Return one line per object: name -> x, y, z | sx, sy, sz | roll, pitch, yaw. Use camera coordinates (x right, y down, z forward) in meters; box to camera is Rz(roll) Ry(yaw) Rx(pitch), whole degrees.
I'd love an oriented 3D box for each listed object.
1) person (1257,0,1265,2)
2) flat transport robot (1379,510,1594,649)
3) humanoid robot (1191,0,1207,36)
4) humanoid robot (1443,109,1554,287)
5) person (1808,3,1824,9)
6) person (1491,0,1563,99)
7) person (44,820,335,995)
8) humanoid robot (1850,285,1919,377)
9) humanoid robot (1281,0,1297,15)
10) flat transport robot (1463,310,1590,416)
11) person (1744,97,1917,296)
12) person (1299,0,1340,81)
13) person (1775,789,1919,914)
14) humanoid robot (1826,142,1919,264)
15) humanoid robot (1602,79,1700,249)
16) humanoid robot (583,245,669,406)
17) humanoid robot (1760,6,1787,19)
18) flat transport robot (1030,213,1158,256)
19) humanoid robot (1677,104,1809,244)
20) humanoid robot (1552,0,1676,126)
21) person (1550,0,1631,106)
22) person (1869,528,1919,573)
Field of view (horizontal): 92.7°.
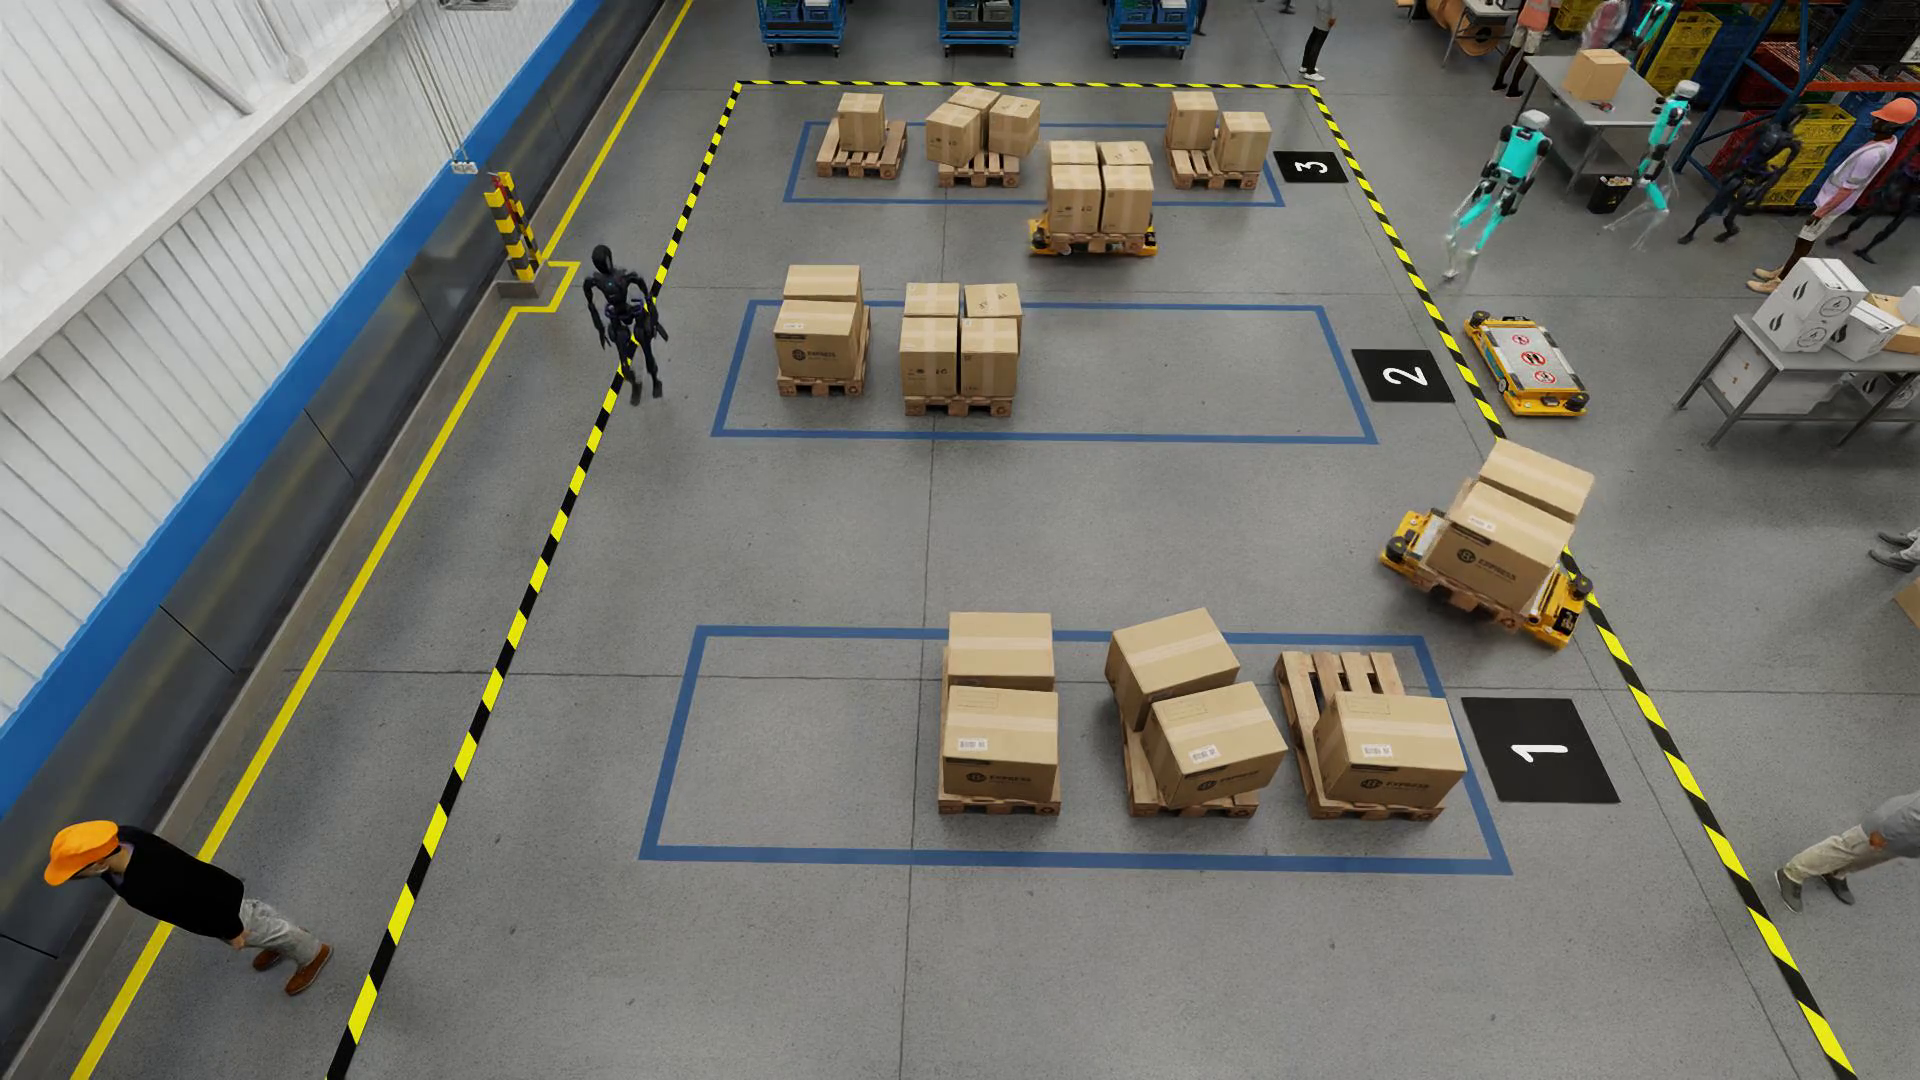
person -> 5.050, -9.931, 15.026 | 0.637, 1.936, 0.358 | 20, 52, 17
flat transport robot -> 4.184, 0.243, 7.304 | 1.431, 0.197, 0.652 | 30, 55, 23
humanoid robot -> 3.707, -8.652, 14.094 | 0.463, 1.639, 0.618 | 32, 56, 25
humanoid robot -> 5.483, -3.493, 9.621 | 0.810, 1.819, 0.552 | -25, 54, -20
person -> 14.239, -9.524, 14.743 | 0.640, 1.830, 0.531 | 11, 50, 9
person -> 7.889, -7.120, 12.585 | 0.397, 1.954, 0.602 | -18, 52, -15
person -> -3.970, 1.928, 4.796 | 0.588, 1.883, 0.383 | 24, 53, 19
humanoid robot -> 8.935, -2.052, 8.252 | 0.735, 1.674, 0.533 | -6, 49, -5
humanoid robot -> 5.522, -9.394, 14.729 | 0.333, 1.647, 0.588 | -1, 49, -1
flat transport robot -> 5.573, -1.757, 9.054 | 0.659, 0.231, 1.431 | 1, 49, 1
person -> 8.878, -3.456, 9.353 | 0.606, 2.043, 0.376 | -37, 58, -27
person -> 5.259, -7.551, 13.025 | 0.396, 1.847, 0.588 | 1, 49, 1
person -> 5.390, 1.611, 5.145 | 0.564, 1.769, 0.394 | -4, 49, -3
humanoid robot -> 10.282, -3.818, 9.912 | 0.612, 1.645, 0.489 | 22, 53, 18
humanoid robot -> 7.825, -4.090, 10.130 | 0.800, 1.799, 0.530 | 17, 51, 14
humanoid robot -> -2.988, -1.944, 8.289 | 0.612, 1.643, 0.416 | -8, 50, -7
humanoid robot -> 13.279, -8.948, 14.374 | 0.589, 1.629, 0.772 | 0, 49, 0
flat transport robot -> 1.534, -3.562, 10.598 | 1.431, 0.197, 0.652 | 1, 49, 1
humanoid robot -> 8.686, -3.988, 10.067 | 0.572, 1.645, 0.592 | -22, 53, -18
humanoid robot -> 8.585, -6.473, 12.186 | 0.931, 1.779, 0.560 | 34, 57, 26
person -> 8.634, -6.725, 12.344 | 0.598, 1.793, 0.658 | -30, 55, -23
person -> 7.753, -0.499, 6.864 | 0.405, 1.940, 0.604 | 36, 58, 27
